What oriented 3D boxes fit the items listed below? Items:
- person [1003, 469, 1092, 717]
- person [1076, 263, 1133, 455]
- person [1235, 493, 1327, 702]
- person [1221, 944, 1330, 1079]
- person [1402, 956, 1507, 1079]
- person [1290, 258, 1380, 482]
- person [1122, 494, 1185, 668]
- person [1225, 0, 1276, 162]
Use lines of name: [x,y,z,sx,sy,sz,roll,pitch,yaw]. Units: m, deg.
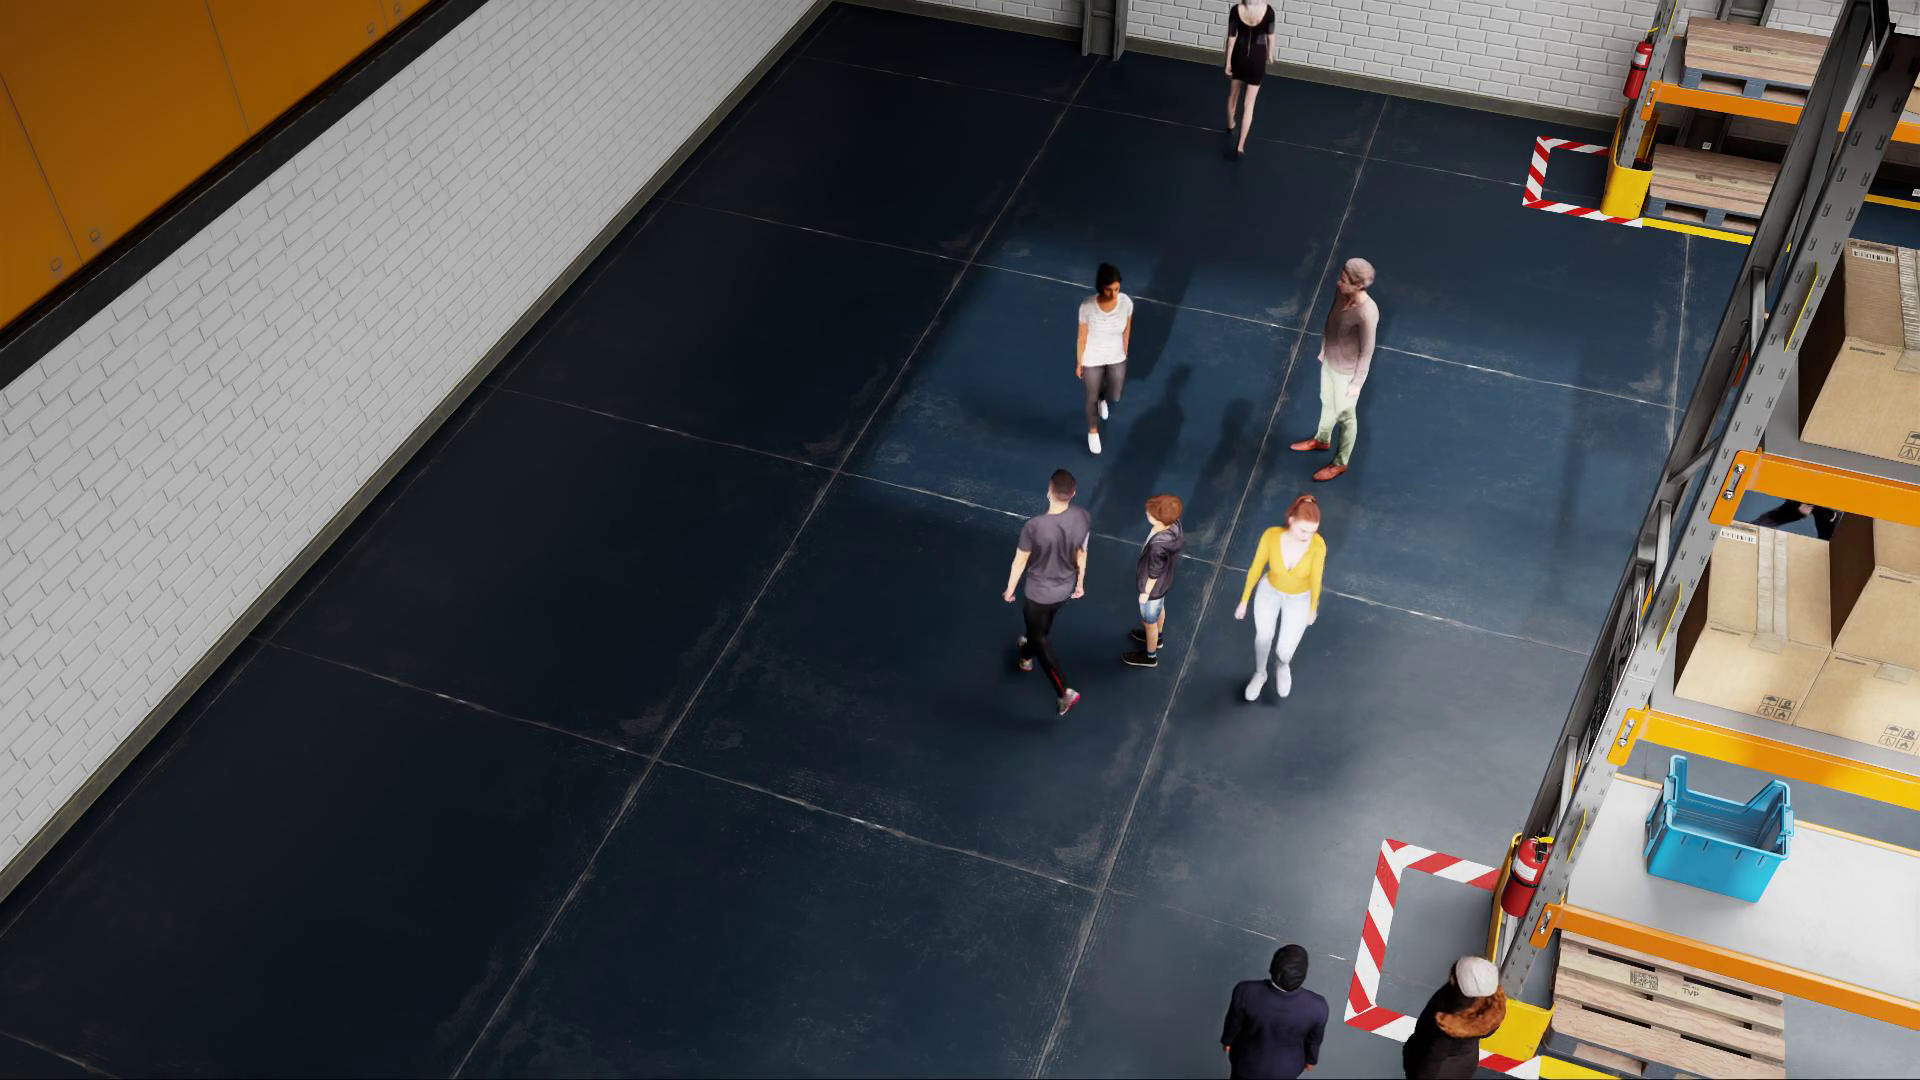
person: [0.606,0.358,10.584,1.127,1.729,1.172,-19,47,-19]
person: [1.048,-1.424,12.524,0.795,1.631,0.808,-6,44,-6]
person: [2.084,0.327,10.602,0.530,1.747,0.703,18,46,18]
person: [1.527,2.564,8.272,0.510,1.723,0.720,8,44,9]
person: [2.460,2.617,8.290,1.004,1.621,0.835,34,53,30]
person: [2.816,-1.271,12.191,0.800,1.869,0.772,-13,45,-13]
person: [1.278,0.247,10.904,0.507,1.447,0.523,14,45,14]
person: [2.692,-4.402,15.524,0.886,1.806,0.709,9,44,10]
